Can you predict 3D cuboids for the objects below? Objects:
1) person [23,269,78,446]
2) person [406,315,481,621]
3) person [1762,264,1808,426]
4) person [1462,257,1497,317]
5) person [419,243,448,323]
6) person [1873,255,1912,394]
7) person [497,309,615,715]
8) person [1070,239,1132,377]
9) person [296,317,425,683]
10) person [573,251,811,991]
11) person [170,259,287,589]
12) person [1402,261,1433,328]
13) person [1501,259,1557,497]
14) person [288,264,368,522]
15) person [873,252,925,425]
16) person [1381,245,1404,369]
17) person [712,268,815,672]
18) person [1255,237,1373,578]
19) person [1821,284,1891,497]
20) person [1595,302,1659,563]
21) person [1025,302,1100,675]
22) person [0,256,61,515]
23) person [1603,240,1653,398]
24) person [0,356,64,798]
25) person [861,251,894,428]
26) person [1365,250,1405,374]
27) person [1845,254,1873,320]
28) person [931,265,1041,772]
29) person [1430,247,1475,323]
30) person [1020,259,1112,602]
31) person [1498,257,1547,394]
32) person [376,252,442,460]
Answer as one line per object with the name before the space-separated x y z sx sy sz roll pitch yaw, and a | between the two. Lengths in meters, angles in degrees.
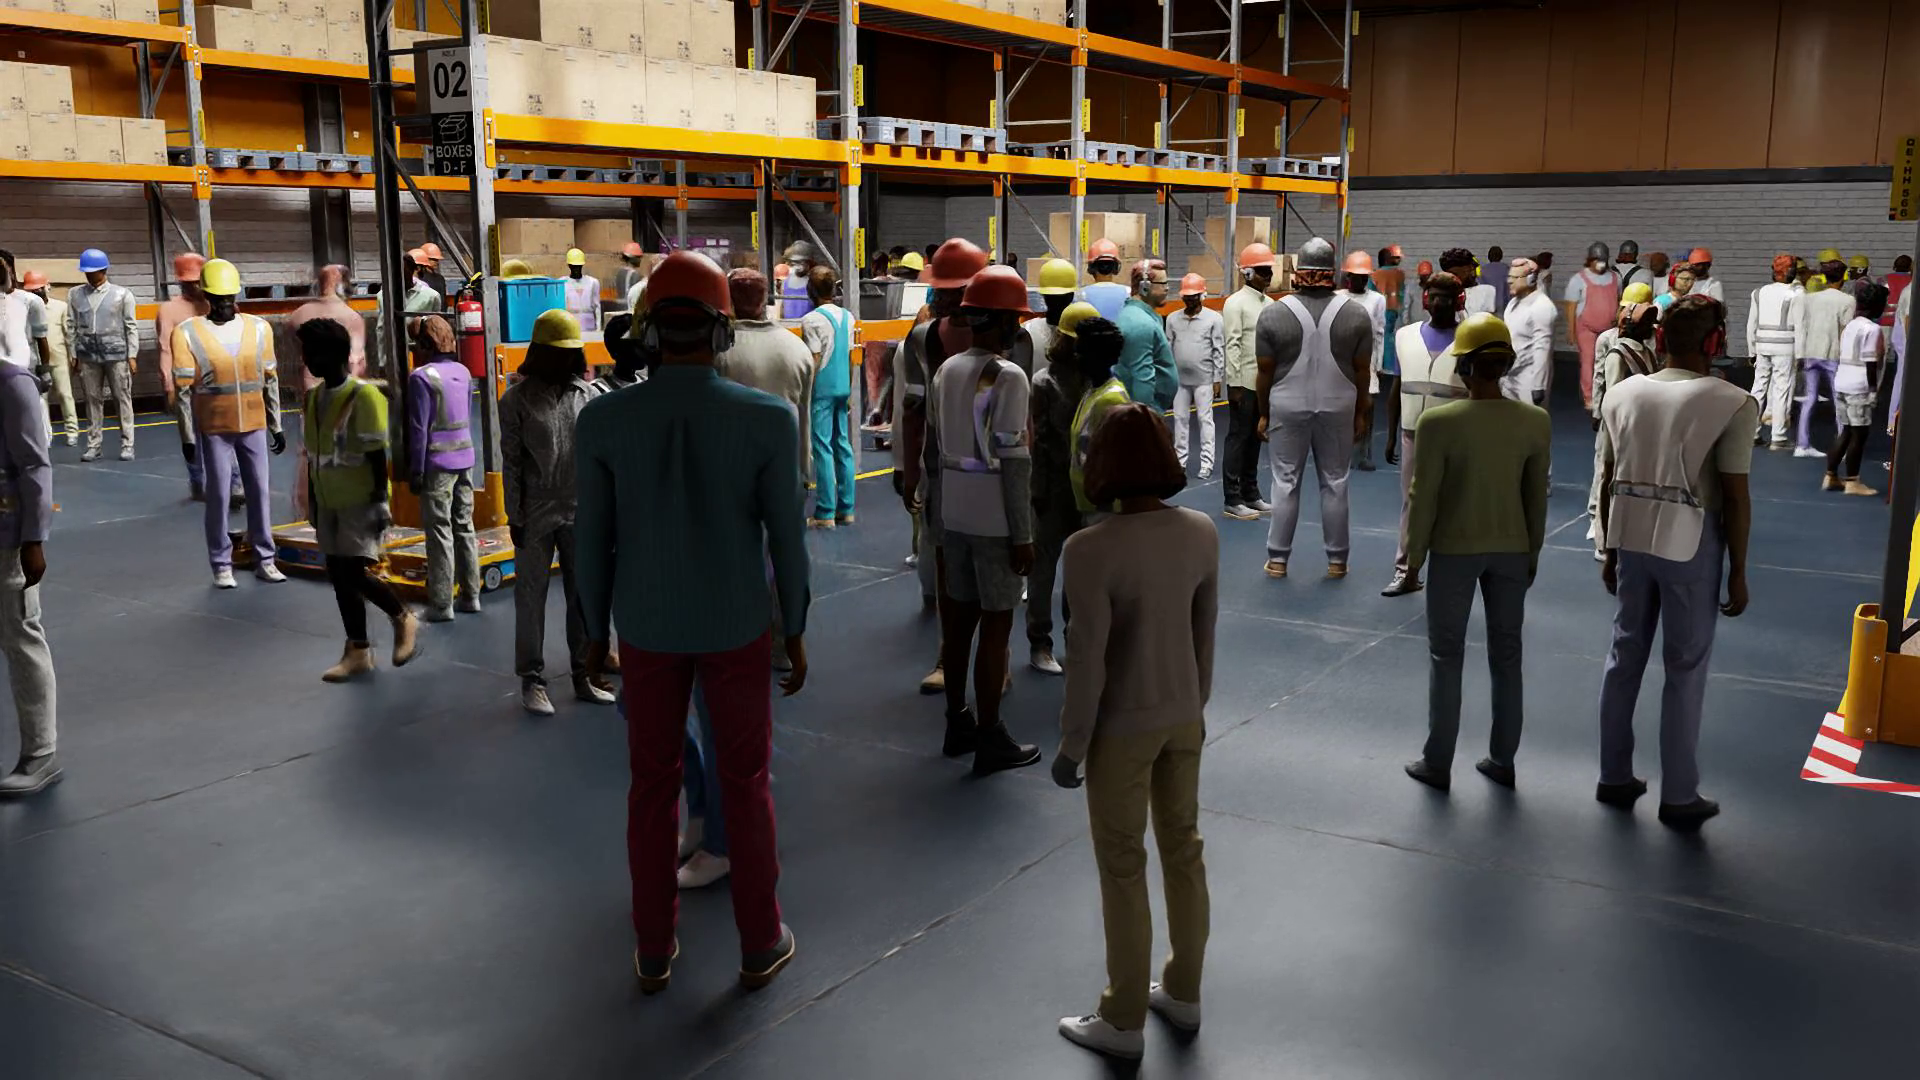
person | -8.962 -1.773 16.297 0.574 1.738 0.351 -3 11 -15
person | -2.760 -0.382 8.887 0.317 1.631 0.520 3 11 15
person | 8.979 -2.169 18.233 0.428 1.836 0.626 0 10 1
person | 5.352 -2.034 17.415 0.544 1.852 0.418 6 12 31
person | -6.397 -2.589 20.149 0.407 1.987 0.608 3 11 18
person | 12.313 -2.823 21.871 0.632 1.836 0.432 6 12 28
person | -1.715 -0.118 7.140 0.483 1.738 0.320 -8 13 -37
person | 1.092 -1.274 12.729 0.602 2.035 0.411 0 10 -1
person | -2.795 -0.181 7.625 0.548 1.679 0.396 7 12 34
person | -0.711 0.229 4.490 0.625 1.990 0.394 0 10 -2
person | -4.252 -0.671 9.712 0.592 1.913 0.395 -10 14 -44
person | 6.269 -2.902 22.538 0.568 1.743 0.348 4 11 20
person | 4.473 -1.264 13.126 0.454 1.894 0.655 -1 10 -4
person | -4.342 -0.991 11.655 0.643 1.854 0.973 3 11 17
person | -0.625 -2.091 17.619 0.618 1.895 0.612 6 12 32
person | 6.793 -3.665 26.218 0.350 1.941 0.545 6 12 29
person | -0.977 -0.301 7.714 0.649 1.896 0.400 -9 14 -41
person | 2.100 -0.787 9.993 0.684 2.000 0.538 1 10 6
person | 7.137 -1.183 13.191 0.373 1.679 0.543 1 10 8
person | 4.186 -0.664 10.424 0.513 1.641 0.307 -10 14 -43
person | 0.534 -0.243 7.825 0.483 1.735 0.311 -8 13 -36
person | -6.850 -1.094 11.997 0.644 1.920 0.655 3 11 18
person | 8.466 -2.807 21.186 0.684 2.000 0.535 7 12 33
person | -3.580 -0.025 6.026 0.615 1.945 0.405 3 11 15
person | -0.824 -2.113 17.710 0.402 1.907 0.605 9 14 42
person | 6.442 -3.495 25.461 0.625 1.860 0.993 -2 10 -12
person | 12.219 -2.968 22.681 0.403 1.825 0.593 6 12 29
person | 0.119 -0.082 6.403 0.385 1.929 0.543 -6 12 -32
person | 3.783 -1.262 12.827 0.367 1.966 0.607 4 11 20
person | 0.548 -0.593 9.255 0.586 1.920 0.397 3 11 16
person | 7.384 -2.784 21.752 0.967 1.788 0.520 -5 12 -27
person | -4.942 -1.626 14.977 0.599 1.917 0.375 1 10 4
